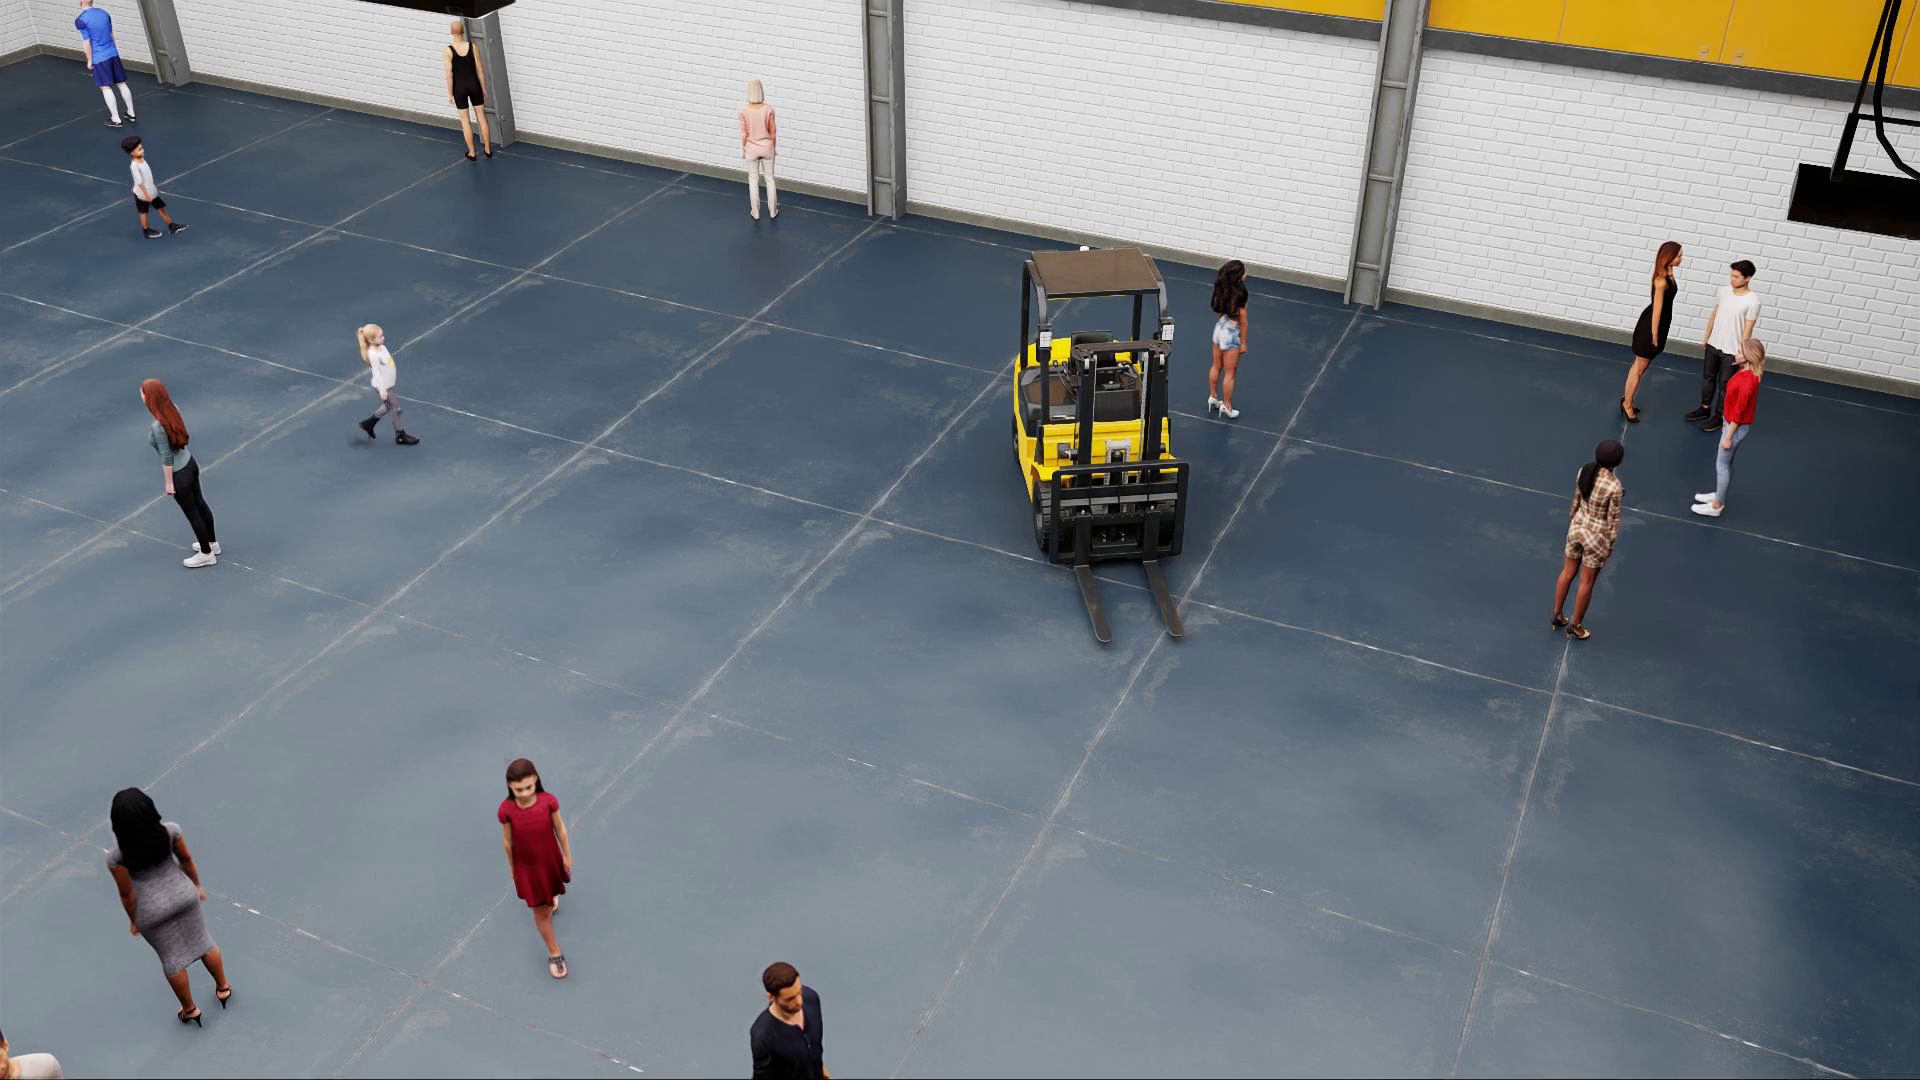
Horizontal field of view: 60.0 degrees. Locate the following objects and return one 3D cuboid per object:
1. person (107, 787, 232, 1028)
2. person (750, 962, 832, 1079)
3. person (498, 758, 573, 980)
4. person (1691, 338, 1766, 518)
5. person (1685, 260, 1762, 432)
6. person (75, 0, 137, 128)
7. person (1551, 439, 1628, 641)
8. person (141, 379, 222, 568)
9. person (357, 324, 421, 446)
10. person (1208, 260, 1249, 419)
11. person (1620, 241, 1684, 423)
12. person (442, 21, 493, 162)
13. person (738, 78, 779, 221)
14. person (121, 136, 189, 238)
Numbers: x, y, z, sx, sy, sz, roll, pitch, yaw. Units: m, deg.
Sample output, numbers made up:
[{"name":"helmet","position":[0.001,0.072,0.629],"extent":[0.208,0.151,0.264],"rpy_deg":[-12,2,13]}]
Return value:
[{"name":"person","position":[-4.653,2.156,9.766],"extent":[0.658,1.781,0.635],"rpy_deg":[-29,43,-36]},{"name":"person","position":[-0.883,2.855,8.645],"extent":[0.595,1.858,0.671],"rpy_deg":[22,40,30]},{"name":"person","position":[-2.630,1.930,10.334],"extent":[0.937,1.530,1.029],"rpy_deg":[-14,36,-19]},{"name":"person","position":[6.788,-0.990,14.568],"extent":[0.505,1.705,0.605],"rpy_deg":[14,36,20]},{"name":"person","position":[7.346,-1.882,15.900],"extent":[0.772,1.715,0.695],"rpy_deg":[-14,36,-20]},{"name":"person","position":[-11.831,-6.664,22.981],"extent":[0.576,1.842,0.673],"rpy_deg":[16,37,23]},{"name":"person","position":[4.915,-0.003,13.003],"extent":[0.743,1.795,0.662],"rpy_deg":[-17,37,-24]},{"name":"person","position":[-6.515,-0.564,13.893],"extent":[0.674,1.743,0.669],"rpy_deg":[-1,34,-1]},{"name":"person","position":[-5.479,-1.455,15.666],"extent":[0.842,1.265,0.731],"rpy_deg":[-5,34,-7]},{"name":"person","position":[2.592,-1.946,16.077],"extent":[0.724,1.626,0.648],"rpy_deg":[-17,37,-24]},{"name":"person","position":[6.639,-2.002,15.973],"extent":[0.505,1.835,0.570],"rpy_deg":[14,36,21]},{"name":"person","position":[-6.480,-5.908,21.868],"extent":[0.713,1.814,0.712],"rpy_deg":[-18,38,-25]},{"name":"person","position":[-2.440,-4.753,20.210],"extent":[0.655,1.726,0.745],"rpy_deg":[-7,34,-10]},{"name":"person","position":[-9.770,-4.186,19.794],"extent":[0.823,1.243,0.698],"rpy_deg":[-2,34,-3]}]
